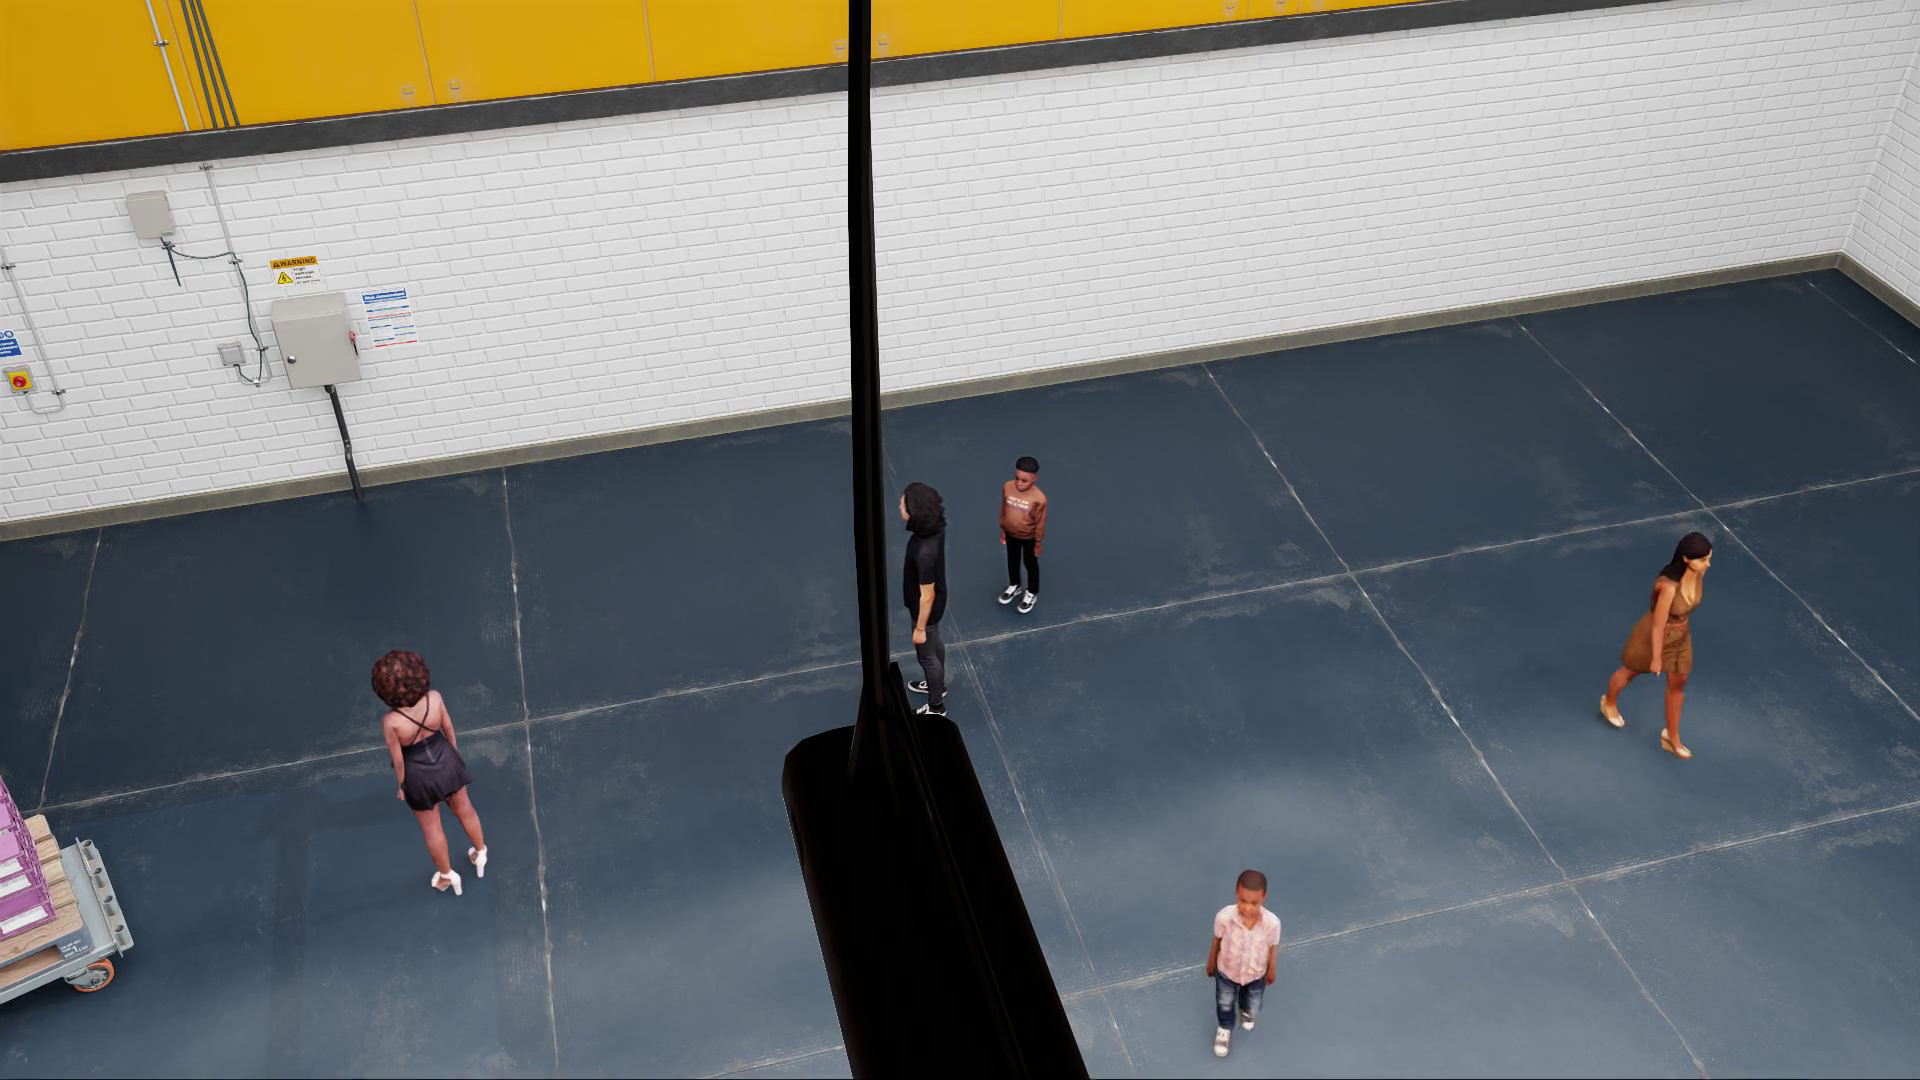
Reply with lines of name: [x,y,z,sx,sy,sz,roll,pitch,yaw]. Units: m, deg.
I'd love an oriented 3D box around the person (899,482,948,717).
person: [-0.212,0.389,10.581,0.761,1.834,0.581,3,39,4]

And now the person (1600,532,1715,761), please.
person: [4.333,0.584,10.477,0.768,1.660,0.969,-23,44,-26]

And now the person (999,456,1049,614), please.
person: [0.447,-0.069,11.618,0.579,1.255,0.651,23,44,26]

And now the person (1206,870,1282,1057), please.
person: [1.494,2.183,8.763,0.630,1.300,0.697,7,39,9]

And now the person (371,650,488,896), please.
person: [-3.002,1.332,9.437,0.686,1.788,0.657,30,48,32]
